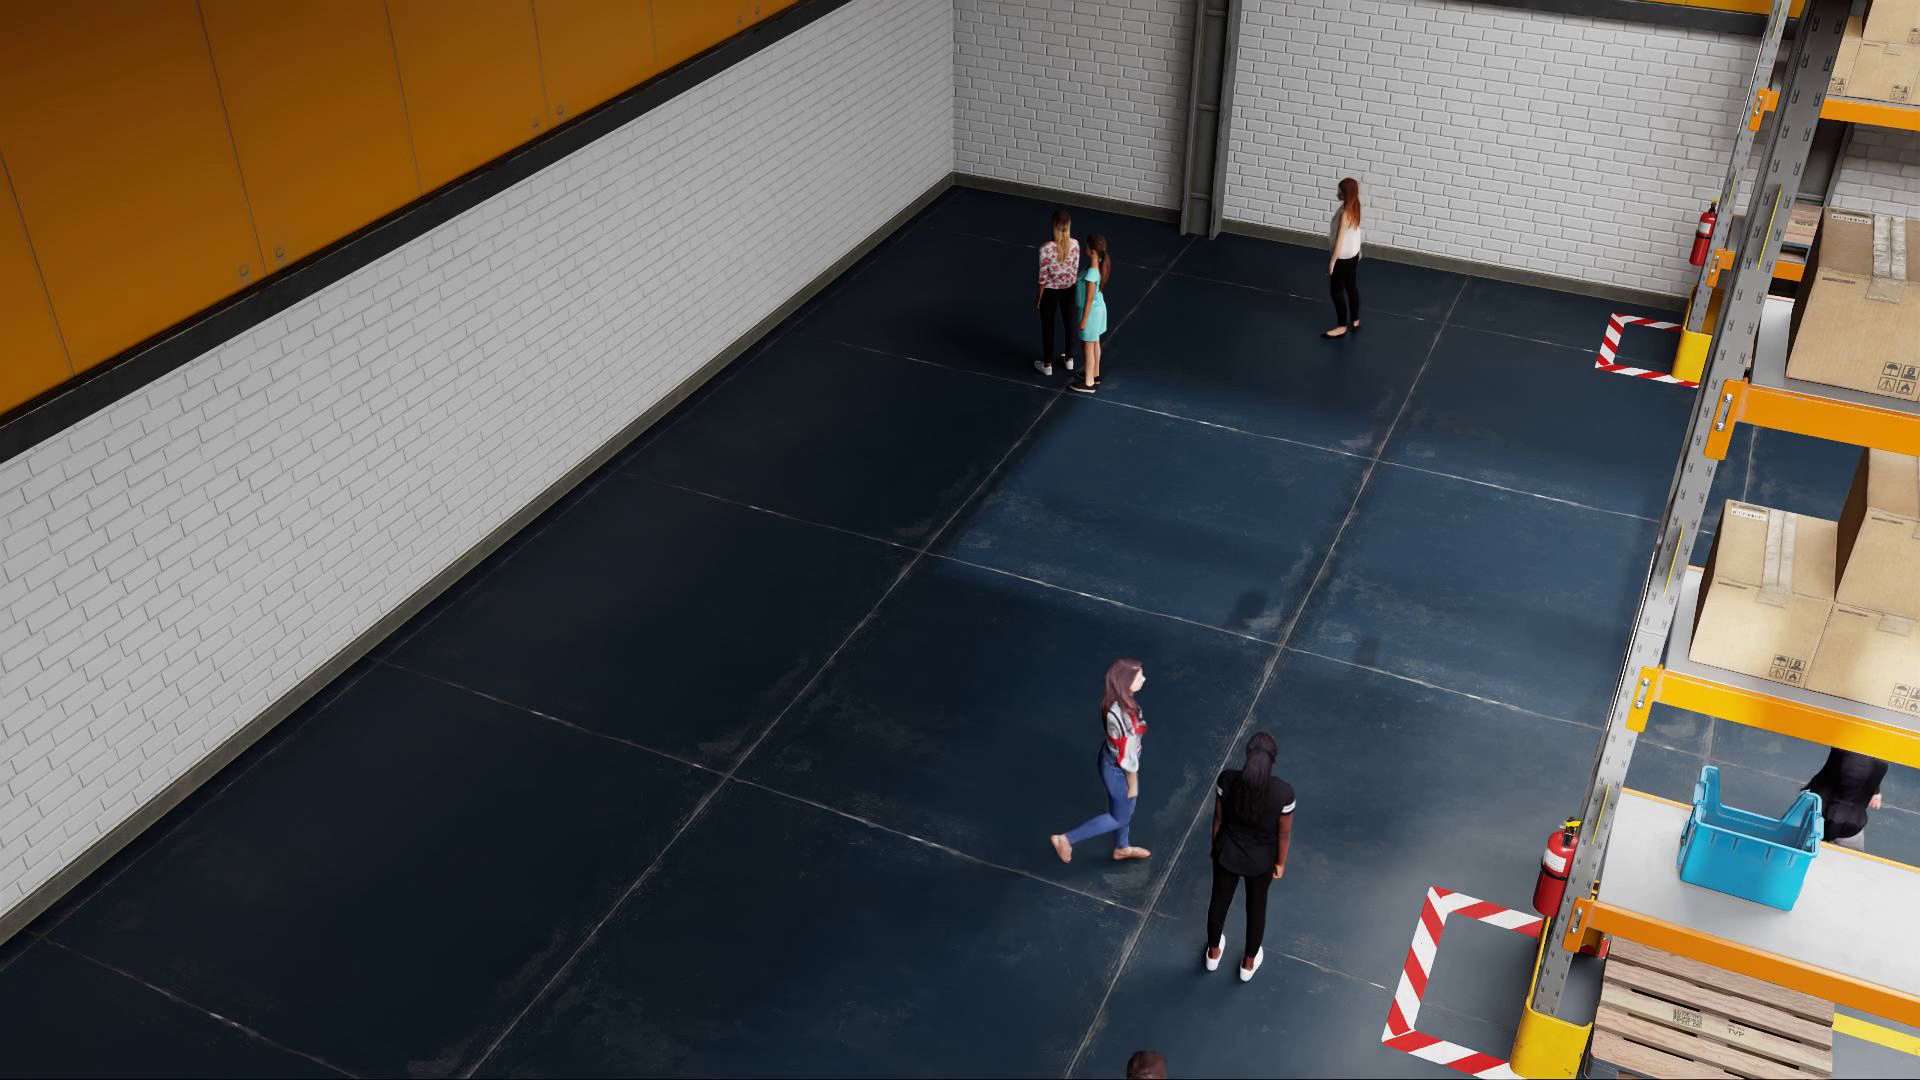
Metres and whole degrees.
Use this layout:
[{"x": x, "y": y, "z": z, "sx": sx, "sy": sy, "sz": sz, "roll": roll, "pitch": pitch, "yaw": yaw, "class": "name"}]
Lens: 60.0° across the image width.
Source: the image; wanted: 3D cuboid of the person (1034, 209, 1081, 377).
[{"x": 0.931, "y": -2.344, "z": 15.712, "sx": 0.648, "sy": 1.634, "sz": 0.697, "roll": -14, "pitch": 36, "yaw": -20, "class": "person"}]

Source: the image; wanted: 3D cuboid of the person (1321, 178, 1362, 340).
[{"x": 3.840, "y": -2.777, "z": 16.318, "sx": 0.626, "sy": 1.685, "sz": 0.808, "roll": 27, "pitch": 42, "yaw": 34, "class": "person"}]

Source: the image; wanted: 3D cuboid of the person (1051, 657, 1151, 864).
[{"x": 0.890, "y": 1.385, "z": 10.136, "sx": 0.989, "sy": 1.597, "sz": 0.848, "roll": -3, "pitch": 34, "yaw": -5, "class": "person"}]

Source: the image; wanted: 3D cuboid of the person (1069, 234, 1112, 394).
[{"x": 1.222, "y": -2.119, "z": 15.442, "sx": 0.548, "sy": 1.558, "sz": 0.548, "roll": 13, "pitch": 36, "yaw": 18, "class": "person"}]

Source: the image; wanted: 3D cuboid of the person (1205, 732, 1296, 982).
[{"x": 1.616, "y": 1.786, "z": 9.413, "sx": 0.515, "sy": 1.729, "sz": 0.676, "roll": 10, "pitch": 35, "yaw": 15, "class": "person"}]
